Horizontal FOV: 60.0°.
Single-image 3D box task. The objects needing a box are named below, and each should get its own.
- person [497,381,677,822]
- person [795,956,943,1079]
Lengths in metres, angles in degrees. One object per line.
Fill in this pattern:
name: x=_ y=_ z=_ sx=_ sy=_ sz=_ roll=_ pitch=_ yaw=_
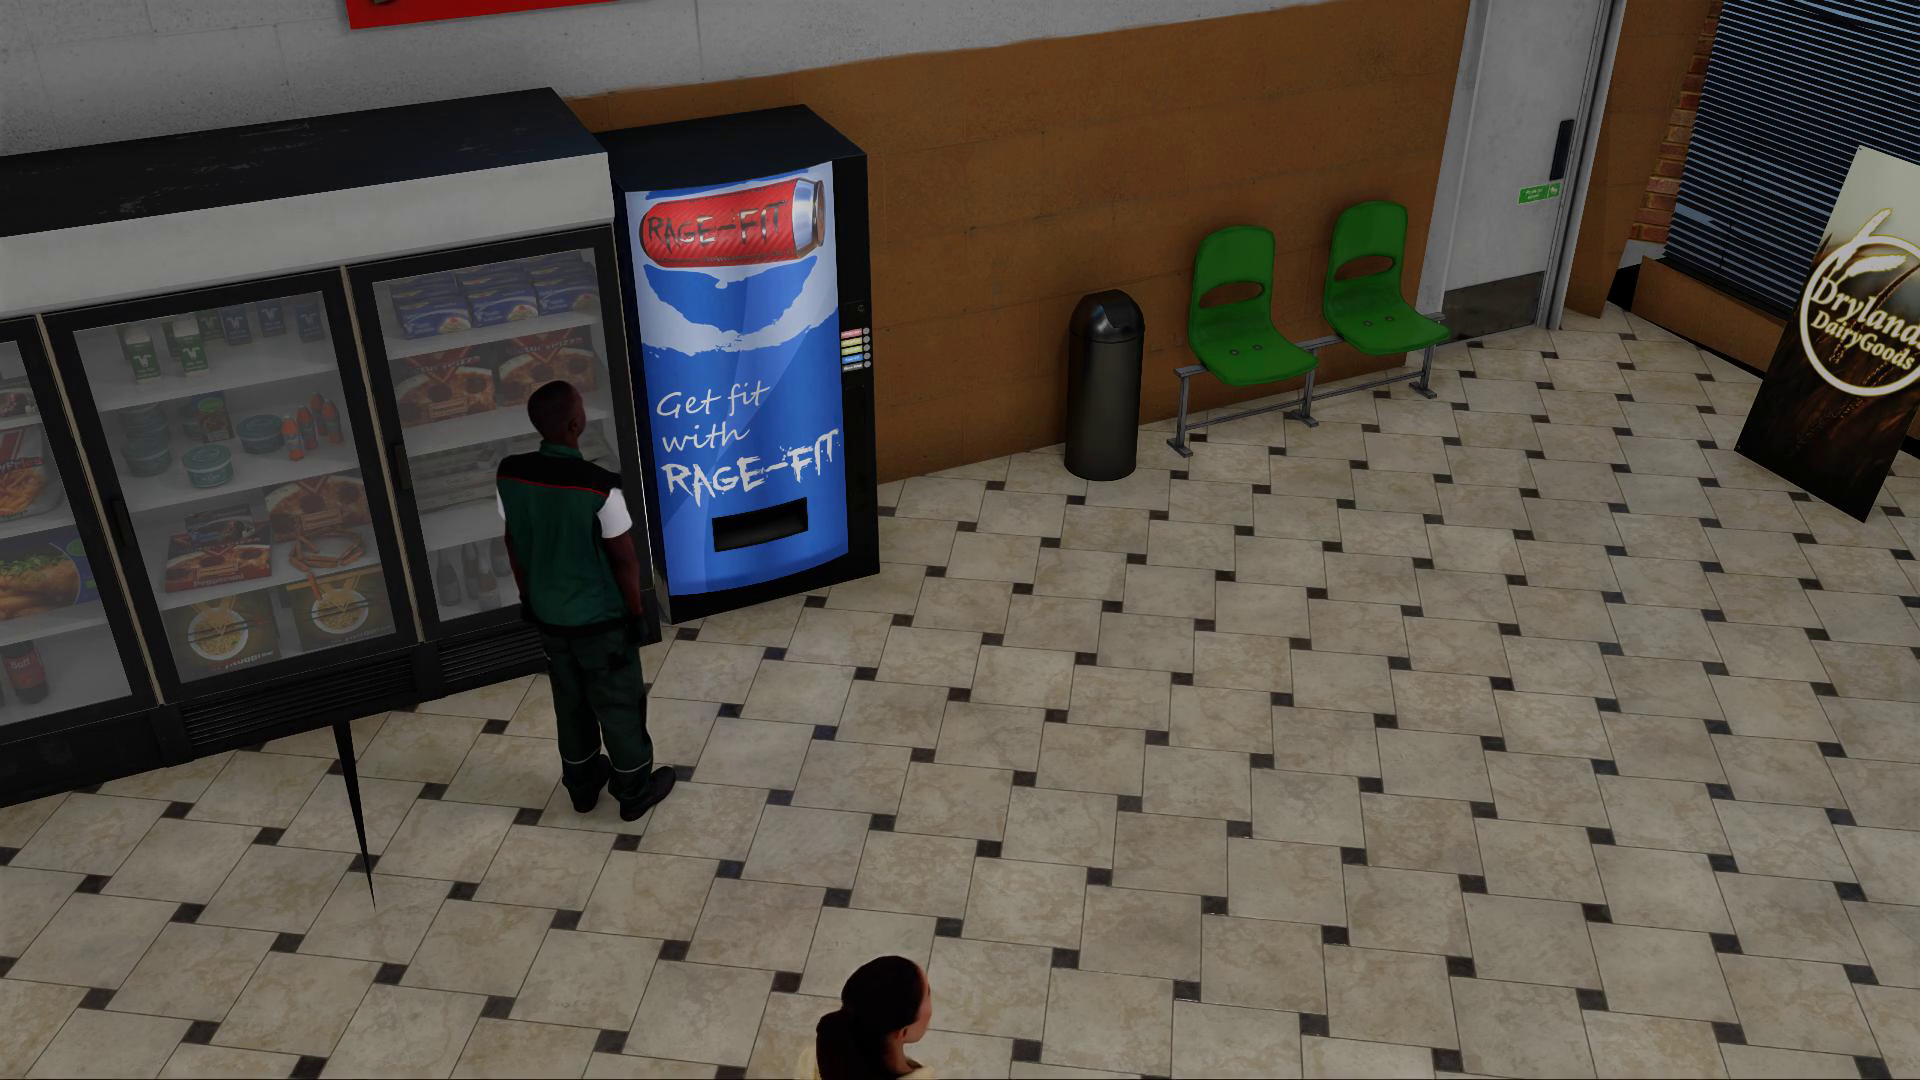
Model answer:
person: x=-1.397 y=0.256 z=6.155 sx=0.781 sy=1.839 sz=0.843 roll=11 pitch=34 yaw=17
person: x=-0.172 y=1.666 z=4.085 sx=0.692 sy=1.632 sz=0.784 roll=16 pitch=35 yaw=24
